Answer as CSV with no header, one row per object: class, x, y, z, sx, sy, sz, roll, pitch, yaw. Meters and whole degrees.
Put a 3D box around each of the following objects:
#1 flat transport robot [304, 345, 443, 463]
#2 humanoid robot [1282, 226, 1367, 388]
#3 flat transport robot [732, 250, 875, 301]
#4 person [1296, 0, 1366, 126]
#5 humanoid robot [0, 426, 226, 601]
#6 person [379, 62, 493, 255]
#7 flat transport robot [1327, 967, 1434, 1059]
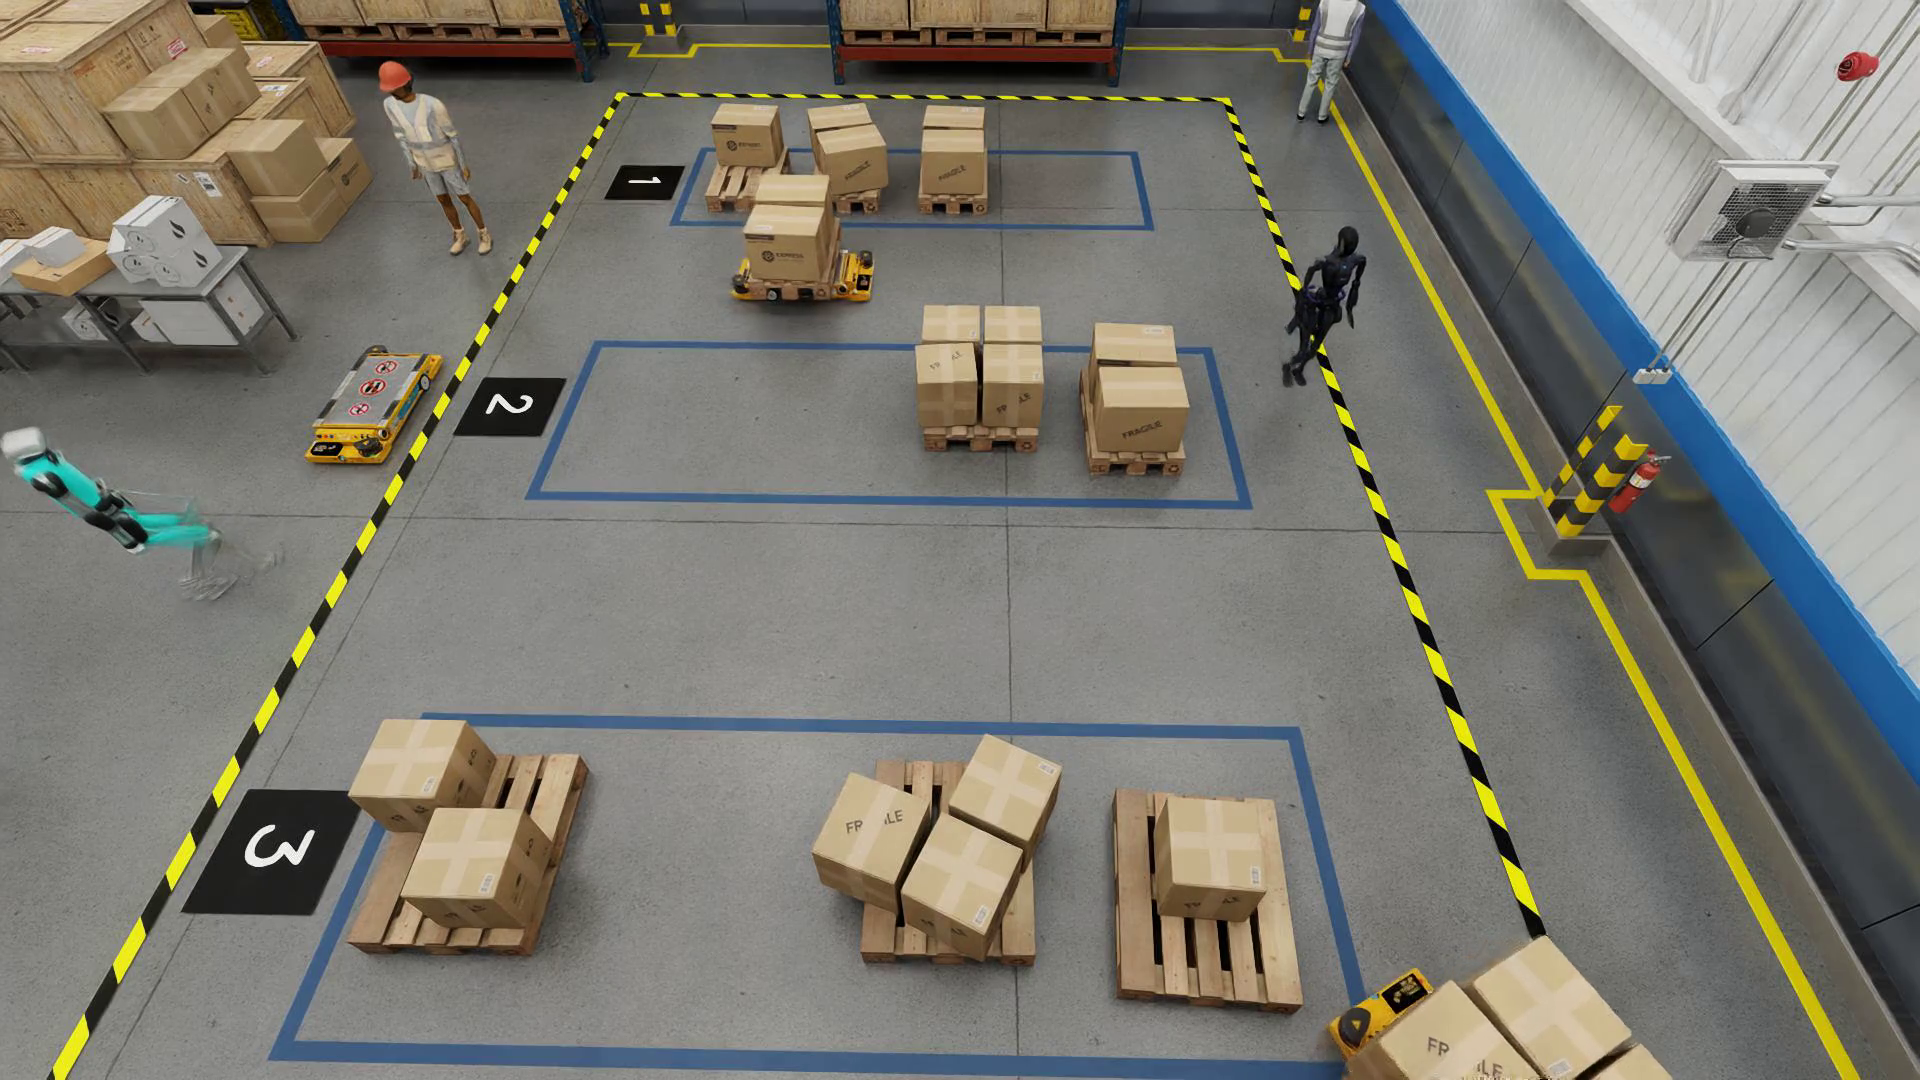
flat transport robot,-5.383,-1.269,8.441,0.659,0.231,1.431,1,50,1
humanoid robot,3.242,-2.057,8.183,0.600,1.651,0.367,-7,50,-6
flat transport robot,-1.653,-2.826,9.740,1.431,0.197,0.652,1,50,1
person,4.691,-6.197,11.583,0.593,1.837,0.404,20,53,16
humanoid robot,-5.804,-0.239,6.519,0.735,1.677,0.533,-36,59,-26
person,-5.441,-3.909,9.518,0.613,2.034,0.390,0,50,0
flat transport robot,2.668,3.051,4.767,0.652,0.197,1.431,-21,53,-17
